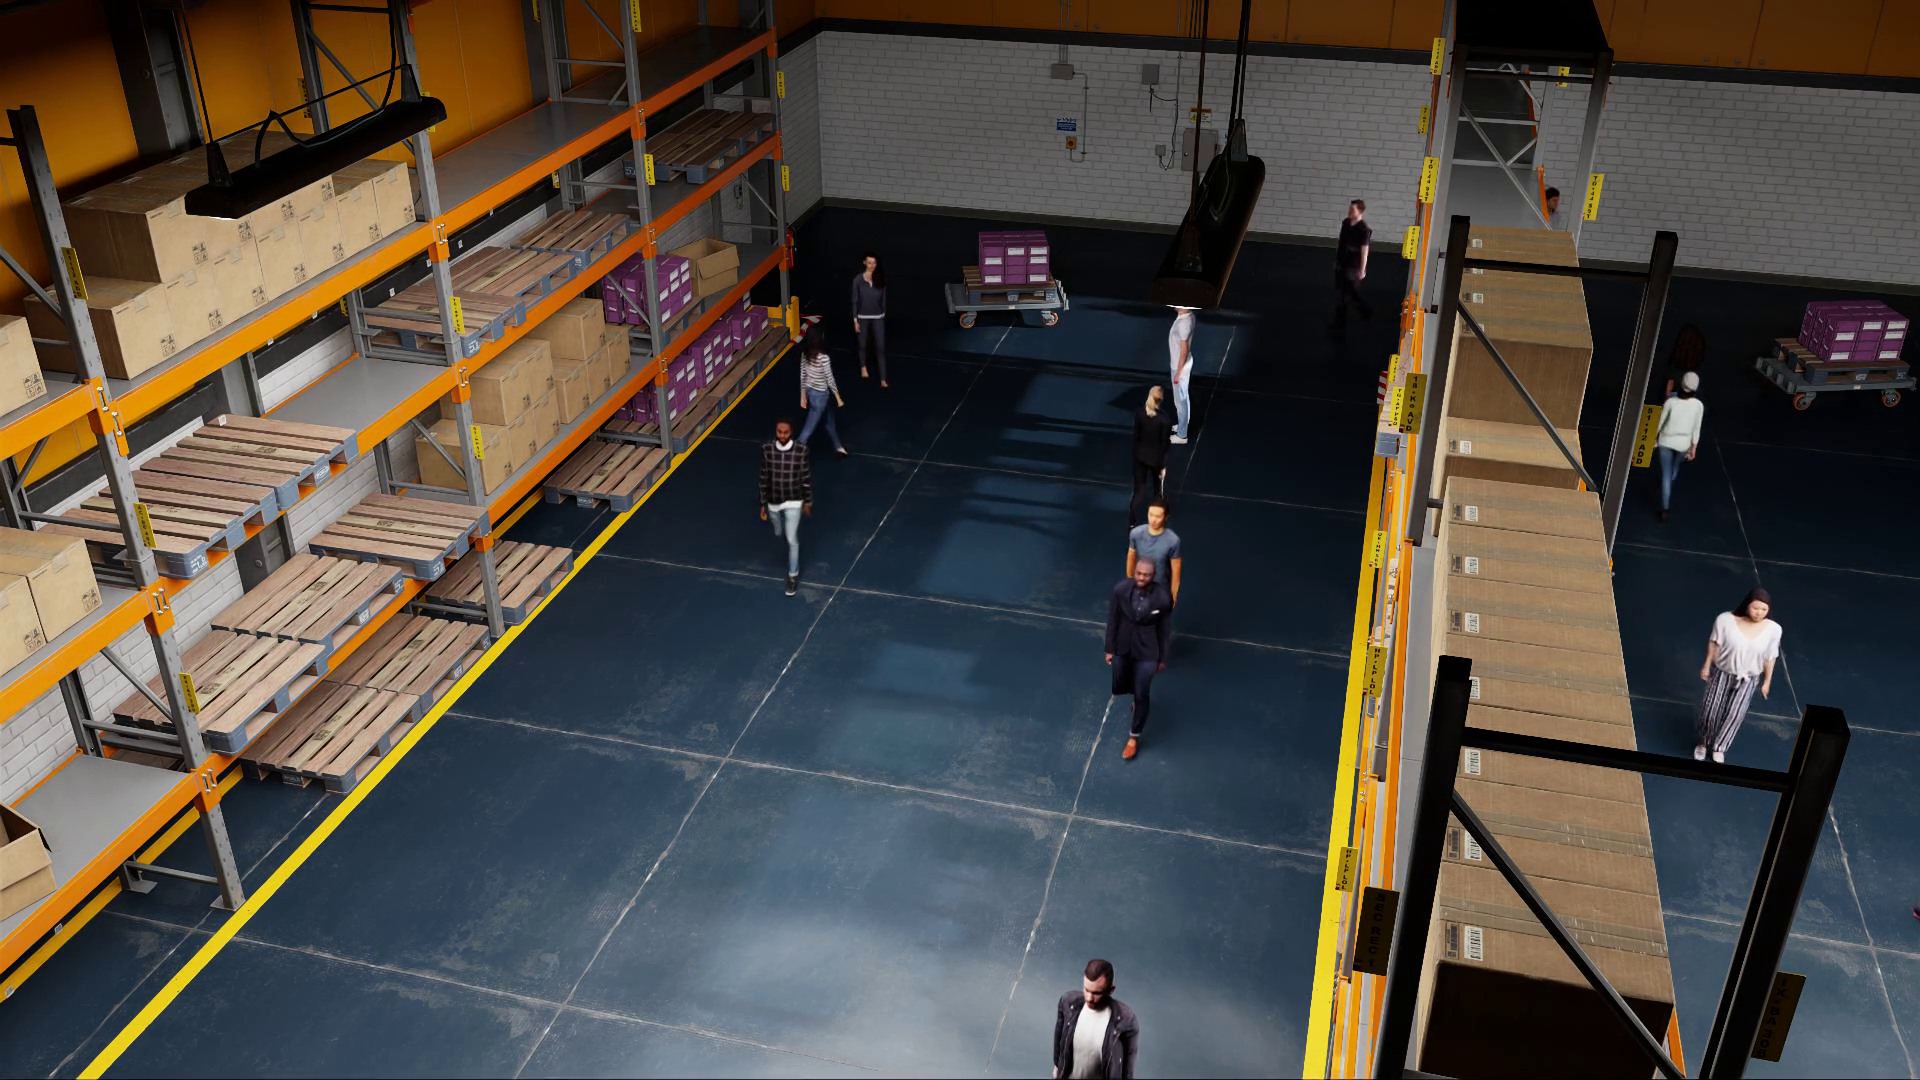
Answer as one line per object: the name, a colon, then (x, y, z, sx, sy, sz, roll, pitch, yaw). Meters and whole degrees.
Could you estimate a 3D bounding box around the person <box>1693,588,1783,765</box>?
person: (6.444, 1.088, 13.835, 0.709, 1.667, 0.674, 10, 30, 17)

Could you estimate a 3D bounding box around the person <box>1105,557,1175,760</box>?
person: (1.513, 0.912, 14.014, 0.817, 1.804, 1.060, 12, 31, 22)

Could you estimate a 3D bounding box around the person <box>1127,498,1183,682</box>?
person: (1.769, 0.393, 14.992, 0.791, 1.778, 1.108, 12, 31, 21)

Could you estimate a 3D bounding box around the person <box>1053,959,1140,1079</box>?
person: (0.776, 3.189, 9.806, 0.674, 1.836, 0.578, 11, 30, 19)

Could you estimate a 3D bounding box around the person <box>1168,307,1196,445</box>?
person: (2.579, -2.026, 19.350, 0.714, 1.851, 0.466, 7, 29, 12)

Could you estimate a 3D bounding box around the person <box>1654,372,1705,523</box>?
person: (7.604, -0.971, 17.665, 0.659, 1.612, 1.040, 4, 29, 8)

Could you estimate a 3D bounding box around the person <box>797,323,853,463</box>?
person: (-1.651, -1.490, 18.483, 1.223, 1.740, 1.039, -23, 36, -35)

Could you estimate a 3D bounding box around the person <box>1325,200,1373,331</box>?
person: (5.334, -3.696, 22.432, 1.011, 1.832, 0.962, -11, 30, -19)

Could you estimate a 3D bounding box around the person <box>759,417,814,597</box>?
person: (-1.713, -0.427, 16.482, 0.737, 1.791, 1.159, 4, 29, 8)

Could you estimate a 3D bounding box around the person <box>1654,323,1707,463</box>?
person: (8.235, -1.657, 18.952, 0.859, 1.585, 1.154, -3, 29, -6)

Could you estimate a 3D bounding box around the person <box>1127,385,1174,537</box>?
person: (1.914, -0.751, 17.218, 0.825, 1.655, 1.139, 16, 32, 27)

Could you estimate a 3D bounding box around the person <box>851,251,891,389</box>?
person: (-1.172, -2.793, 20.897, 0.968, 1.717, 1.182, -7, 29, -12)
